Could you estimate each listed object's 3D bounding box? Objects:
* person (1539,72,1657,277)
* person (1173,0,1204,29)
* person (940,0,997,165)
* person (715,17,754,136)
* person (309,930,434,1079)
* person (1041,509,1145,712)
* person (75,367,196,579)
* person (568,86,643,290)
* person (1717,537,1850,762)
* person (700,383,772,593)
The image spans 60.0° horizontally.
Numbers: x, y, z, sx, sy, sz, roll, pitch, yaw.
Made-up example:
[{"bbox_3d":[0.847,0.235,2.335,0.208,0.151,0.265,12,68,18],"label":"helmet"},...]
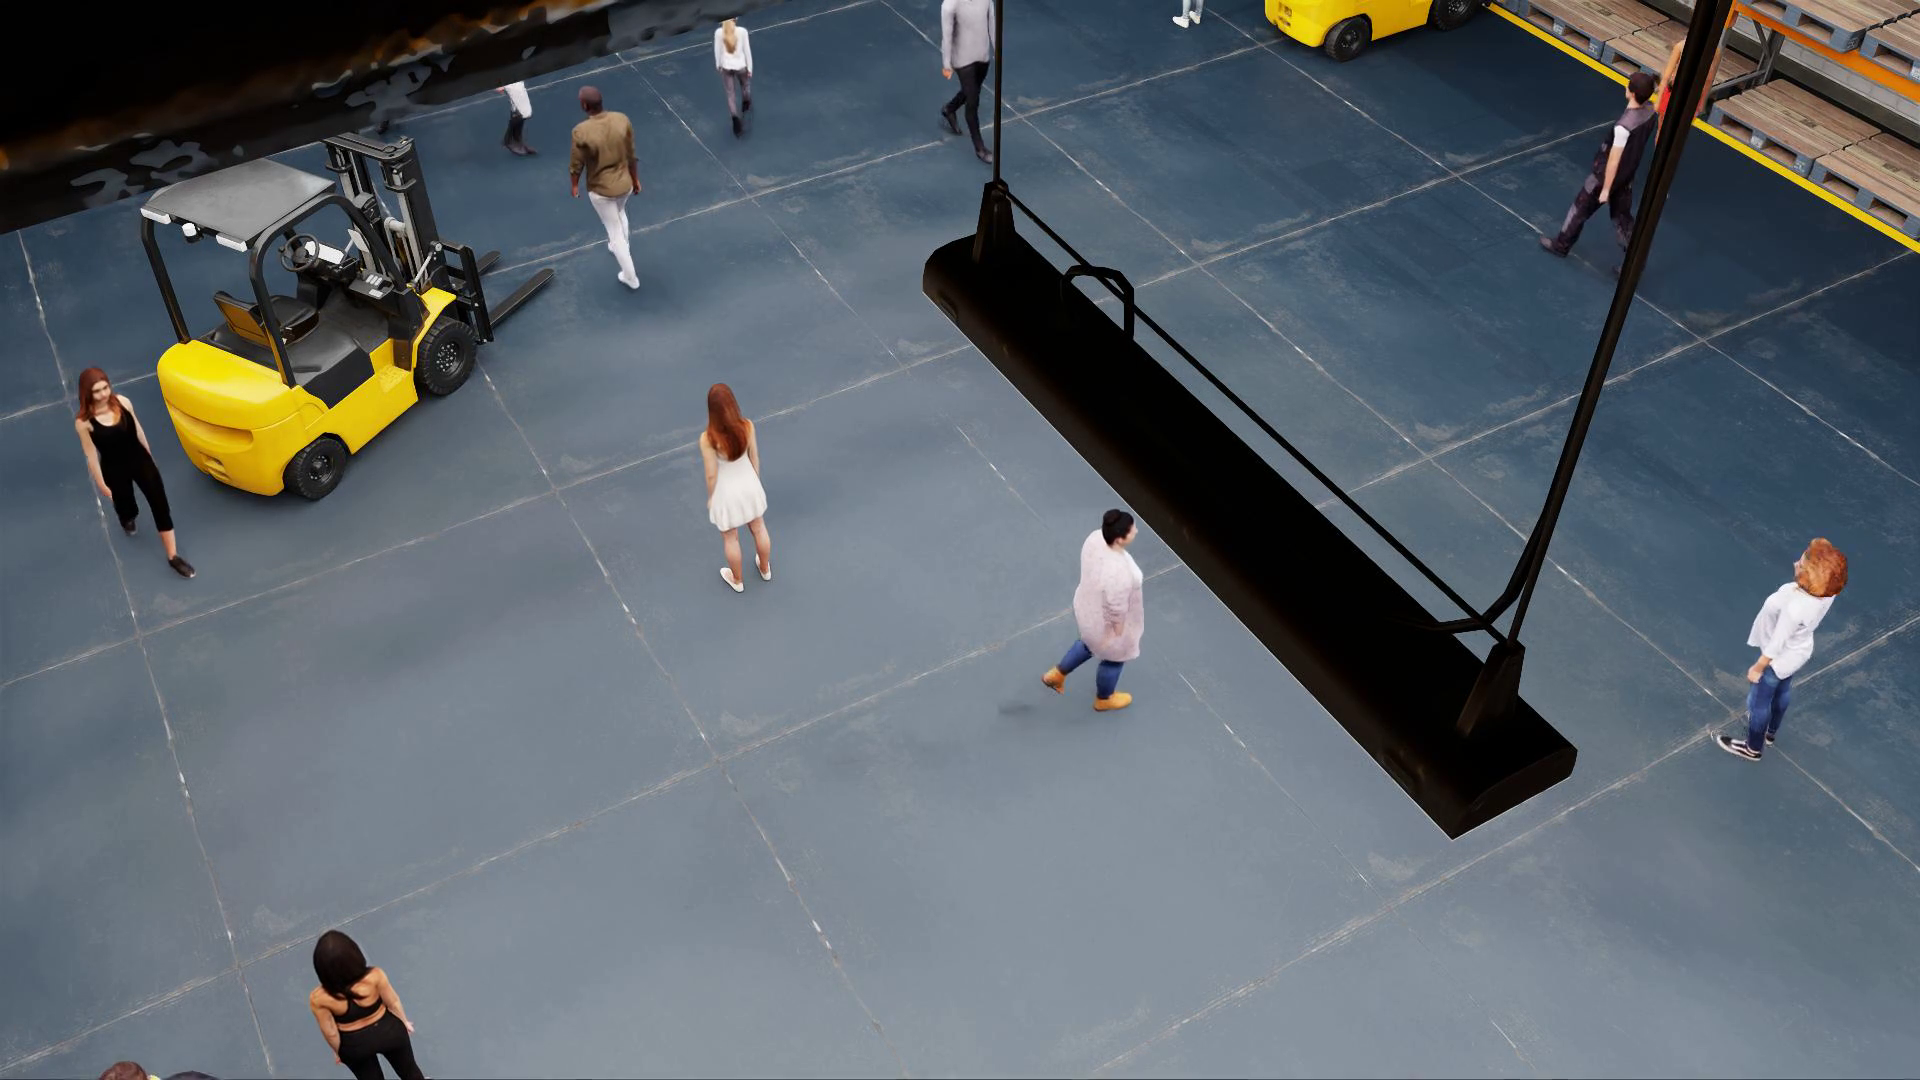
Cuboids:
[{"bbox_3d":[5.593,-3.009,13.983,0.831,1.808,1.238,-30,51,-28],"label":"person"},{"bbox_3d":[2.472,-6.072,17.562,0.521,1.305,0.504,-20,47,-20],"label":"person"},{"bbox_3d":[0.050,-4.555,15.527,0.921,1.917,1.278,-34,53,-30],"label":"person"},{"bbox_3d":[-2.169,-4.492,15.944,0.755,1.251,0.932,-2,44,-2],"label":"person"},{"bbox_3d":[-2.949,2.494,8.326,0.549,1.643,0.490,-20,47,-20],"label":"person"},{"bbox_3d":[0.835,0.459,10.397,0.834,1.733,0.847,-12,45,-13],"label":"person"},{"bbox_3d":[-5.755,-0.511,11.438,1.106,1.701,0.779,33,53,30],"label":"person"},{"bbox_3d":[-2.877,-2.894,13.869,0.829,1.798,0.966,-31,52,-29],"label":"person"},{"bbox_3d":[5.081,0.681,10.186,0.731,1.703,0.641,-22,48,-21],"label":"person"},{"bbox_3d":[-1.523,-0.348,11.262,0.552,1.707,0.526,-20,47,-20],"label":"person"}]
